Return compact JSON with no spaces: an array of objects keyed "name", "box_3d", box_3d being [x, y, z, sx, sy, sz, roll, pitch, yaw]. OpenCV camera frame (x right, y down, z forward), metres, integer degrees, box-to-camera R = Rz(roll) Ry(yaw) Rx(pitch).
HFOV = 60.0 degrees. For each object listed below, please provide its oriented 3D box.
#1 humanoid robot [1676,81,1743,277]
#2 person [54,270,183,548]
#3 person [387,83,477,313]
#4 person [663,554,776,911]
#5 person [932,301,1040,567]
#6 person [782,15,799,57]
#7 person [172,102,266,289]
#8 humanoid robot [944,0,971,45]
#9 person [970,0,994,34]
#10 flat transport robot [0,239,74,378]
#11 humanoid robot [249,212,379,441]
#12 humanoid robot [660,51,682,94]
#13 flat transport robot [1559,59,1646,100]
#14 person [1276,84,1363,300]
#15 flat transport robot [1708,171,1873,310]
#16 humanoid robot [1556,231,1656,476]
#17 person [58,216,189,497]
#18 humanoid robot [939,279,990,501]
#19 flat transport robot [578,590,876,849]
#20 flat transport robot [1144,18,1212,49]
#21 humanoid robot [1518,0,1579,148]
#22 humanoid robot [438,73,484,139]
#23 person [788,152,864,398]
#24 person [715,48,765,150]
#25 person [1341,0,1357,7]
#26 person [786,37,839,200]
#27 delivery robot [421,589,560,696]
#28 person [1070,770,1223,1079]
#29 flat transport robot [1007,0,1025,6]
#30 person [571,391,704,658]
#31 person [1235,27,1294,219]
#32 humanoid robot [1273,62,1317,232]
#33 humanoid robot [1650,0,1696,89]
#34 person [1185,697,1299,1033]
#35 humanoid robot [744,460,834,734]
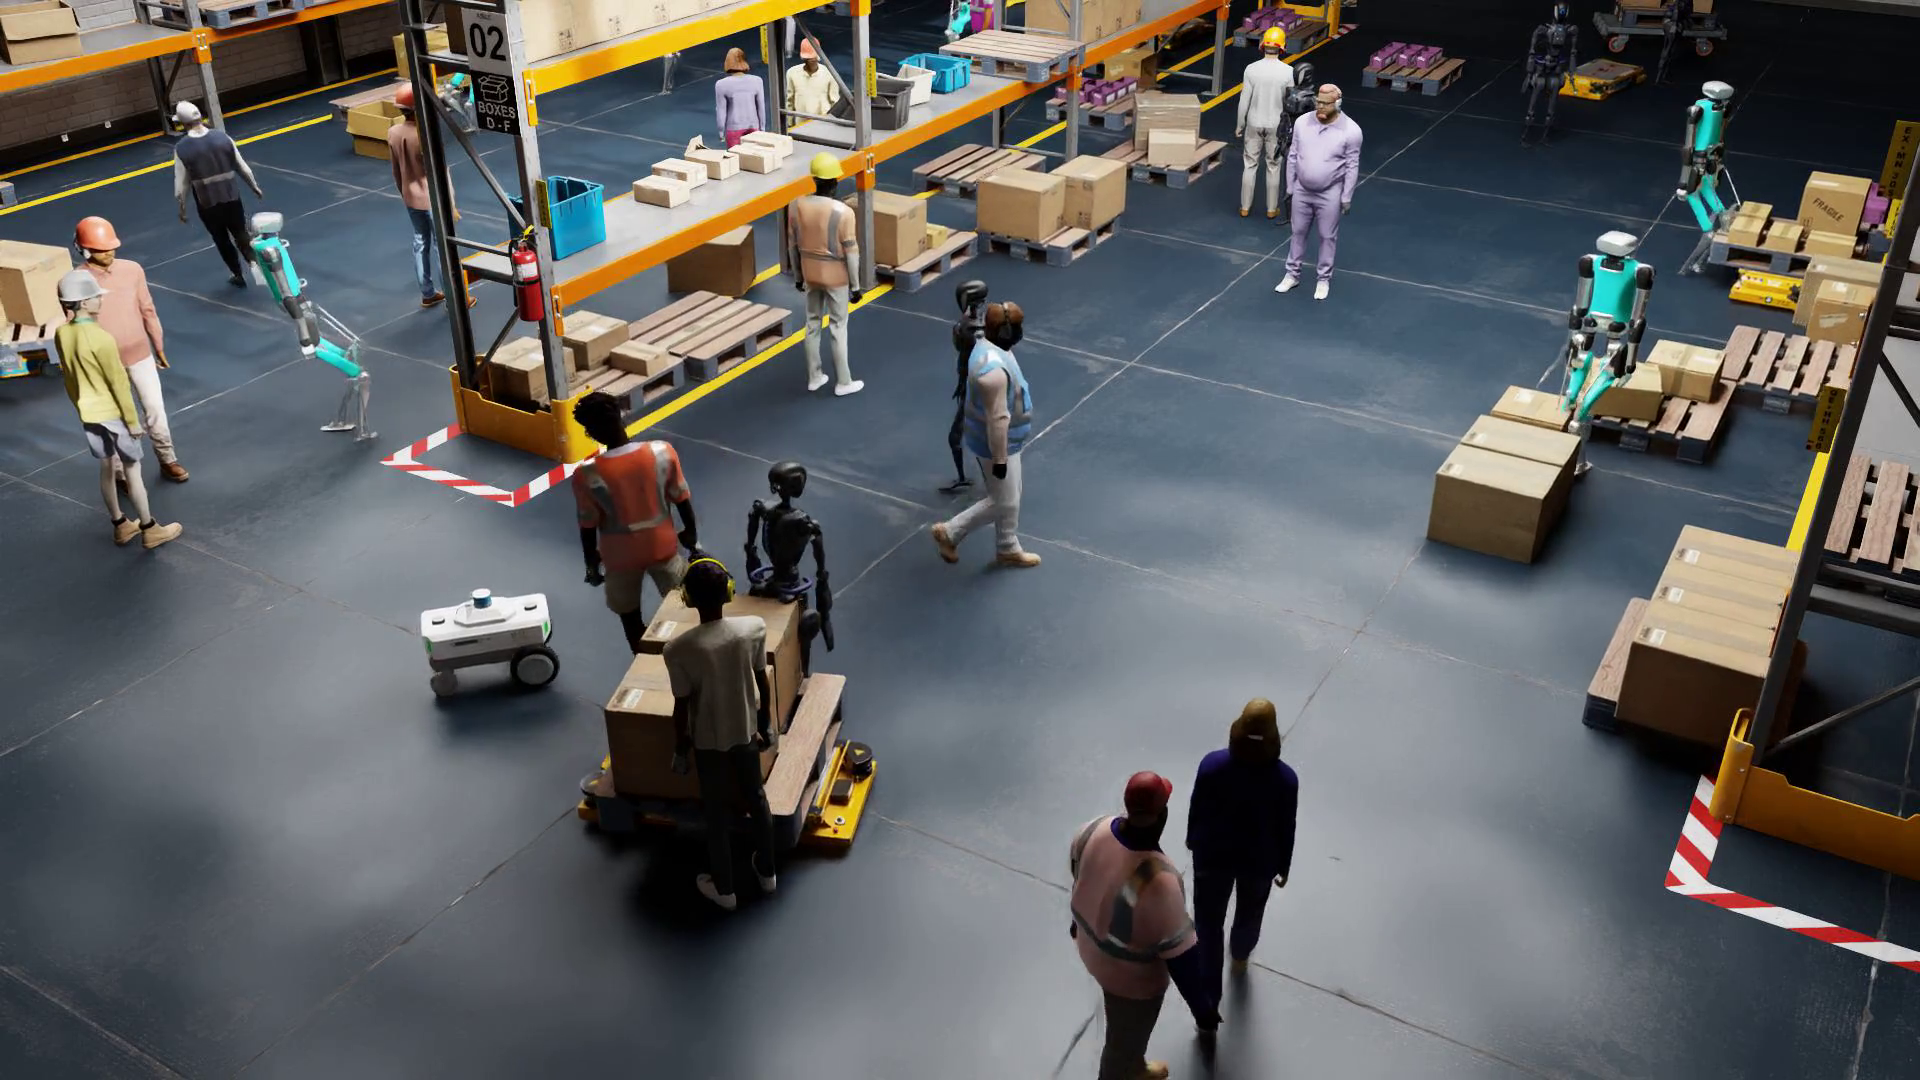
[{"name":"humanoid robot","box_3d":[6.890,-3.238,15.178,0.530,1.793,0.680,-17,34,-28]},{"name":"person","box_3d":[-5.519,-0.823,10.755,0.470,1.889,0.398,11,31,18]},{"name":"person","box_3d":[-4.607,-2.952,14.411,0.610,1.997,0.376,15,33,25]},{"name":"person","box_3d":[-1.107,0.908,7.717,0.514,1.864,0.335,-16,33,-25]},{"name":"person","box_3d":[0.184,-0.628,10.477,0.614,1.819,0.637,2,30,3]},{"name":"person","box_3d":[-2.415,-7.491,22.531,0.497,1.917,0.661,11,31,18]},{"name":"person","box_3d":[-6.601,-3.055,14.846,0.759,1.730,0.541,-24,37,-36]},{"name":"humanoid robot","box_3d":[0.011,-6.990,21.810,1.018,1.723,0.538,-25,38,-37]},{"name":"person","box_3d":[0.267,-6.367,20.602,0.338,1.847,0.506,-4,30,-7]},{"name":"flat transport robot","box_3d":[-7.780,-1.503,13.600,1.431,0.231,0.659,-11,31,-19]},{"name":"humanoid robot","box_3d":[-4.652,-1.566,12.245,0.814,1.800,0.553,-14,32,-23]},{"name":"humanoid robot","box_3d":[-3.754,-6.554,21.059,0.808,1.786,0.547,16,33,27]},{"name":"flat transport robot","box_3d":[8.256,-5.942,21.452,0.659,0.231,1.431,24,37,36]},{"name":"person","box_3d":[3.169,-3.079,14.726,0.640,1.910,0.404,17,34,27]},{"name":"flat transport robot","box_3d":[7.550,-2.455,15.285,0.659,0.231,1.431,16,33,27]},{"name":"humanoid robot","box_3d":[4.355,-1.164,11.616,0.759,1.894,0.573,-25,38,-37]},{"name":"person","box_3d":[-5.758,-1.267,11.447,0.402,1.986,0.620,21,36,33]},{"name":"humanoid robot","box_3d":[0.096,-0.994,11.275,0.430,1.652,0.586,-7,30,-12]},{"name":"flat transport robot","box_3d":[-1.205,1.268,8.699,1.431,0.231,0.659,4,30,8]},{"name":"flat transport robot","box_3d":[3.025,-7.277,23.814,0.659,0.231,1.431,17,34,27]},{"name":"humanoid robot","box_3d":[6.679,-5.268,18.828,0.596,1.654,0.323,-1,30,-3]},{"name":"humanoid robot","box_3d":[-5.746,-5.449,19.199,0.541,1.896,0.714,23,37,35]},{"name":"person","box_3d":[-1.027,-2.047,12.880,0.592,1.924,0.378,14,32,23]},{"name":"person","box_3d":[-2.225,-4.184,16.962,0.498,1.628,0.289,-8,30,-14]},{"name":"person","box_3d":[6.038,-9.114,25.552,0.325,1.752,0.562,1,30,2]},{"name":"person","box_3d":[-1.506,-4.252,16.962,0.564,1.743,0.339,6,30,10]},{"name":"delivery robot","box_3d":[-2.718,0.567,9.665,0.812,0.611,0.499,-9,31,-15]},{"name":"person","box_3d":[0.752,1.657,6.523,0.573,1.731,0.707,-12,32,-20]},{"name":"flat transport robot","box_3d":[1.005,-8.645,26.235,1.431,0.231,0.659,-22,36,-34]},{"name":"person","box_3d":[-1.694,0.037,9.202,0.821,1.927,0.365,-13,32,-22]},{"name":"person","box_3d":[3.062,-4.167,16.662,0.585,1.894,0.365,7,30,12]},{"name":"humanoid robot","box_3d":[3.319,-3.858,16.332,0.323,1.653,0.601,-15,33,-25]},{"name":"humanoid robot","box_3d":[9.198,-6.650,21.261,0.315,1.657,0.599,25,38,37]},{"name":"person","box_3d":[1.195,1.378,7.149,0.456,1.595,0.742,4,30,6]},{"name":"humanoid robot","box_3d":[-0.933,0.334,8.922,0.615,1.649,0.325,20,35,31]}]
